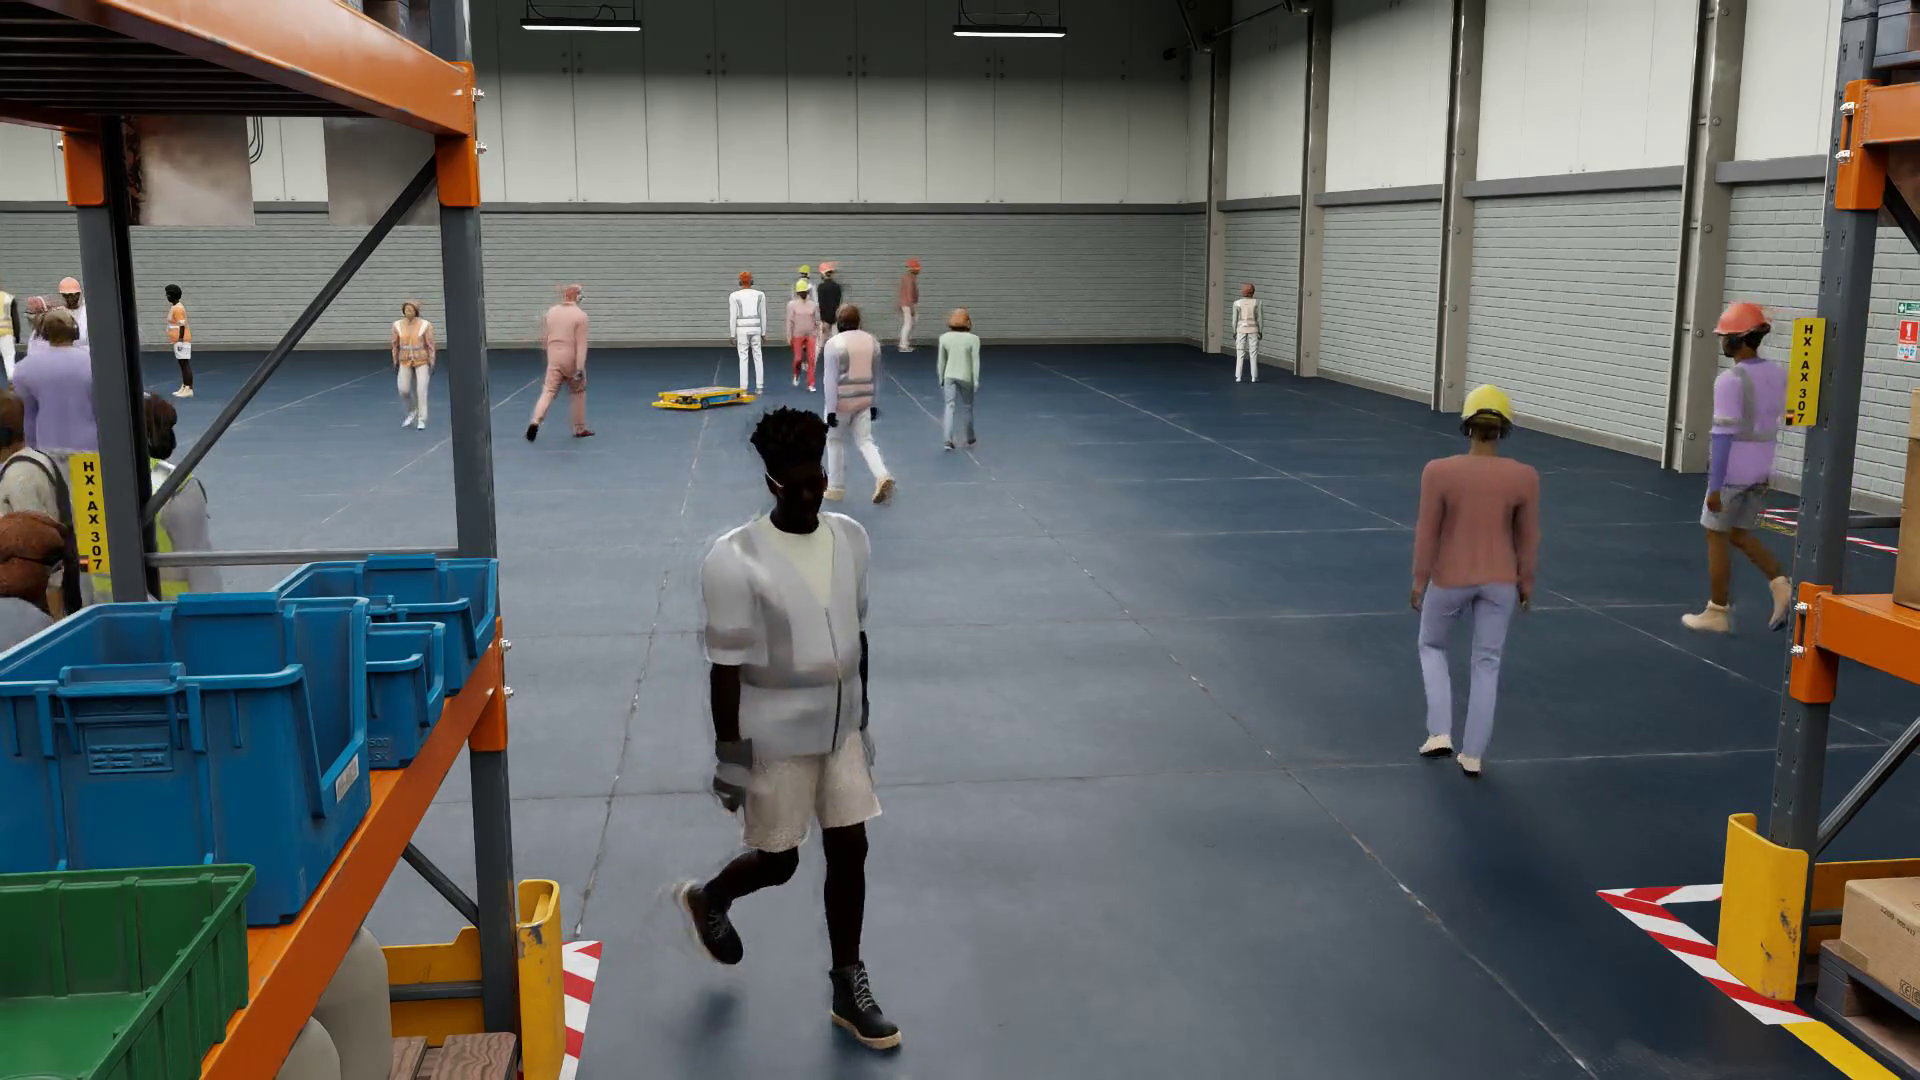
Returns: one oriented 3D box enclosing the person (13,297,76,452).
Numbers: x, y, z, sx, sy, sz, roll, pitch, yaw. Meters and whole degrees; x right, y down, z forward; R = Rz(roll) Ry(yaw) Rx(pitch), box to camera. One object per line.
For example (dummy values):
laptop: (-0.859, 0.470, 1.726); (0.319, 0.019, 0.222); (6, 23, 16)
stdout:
person: (-8.488, -1.326, 15.471); (1.035, 1.845, 0.636); (-10, 14, -43)

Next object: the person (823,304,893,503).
person: (-0.951, -1.226, 15.039); (0.630, 1.813, 0.836); (-9, 13, -39)

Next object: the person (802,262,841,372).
person: (-2.398, -3.931, 29.486); (0.930, 1.945, 0.651); (7, 12, 33)

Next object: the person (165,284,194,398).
person: (-11.725, -2.986, 24.984); (0.322, 1.696, 0.530); (-6, 12, -30)

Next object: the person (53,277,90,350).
person: (-10.256, -2.072, 19.314); (0.545, 1.939, 0.373); (-6, 12, -28)

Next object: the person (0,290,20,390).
person: (-15.117, -3.244, 26.102); (0.642, 1.845, 0.670); (-6, 12, -30)

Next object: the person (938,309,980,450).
person: (-0.012, -1.823, 18.910); (0.512, 1.589, 0.841); (3, 11, 16)

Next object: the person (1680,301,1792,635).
person: (4.694, -0.400, 9.906); (0.641, 2.029, 0.621); (-7, 12, -33)

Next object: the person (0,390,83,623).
person: (-3.881, 0.265, 6.911); (0.970, 1.785, 0.526); (-2, 10, -10)

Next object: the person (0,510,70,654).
person: (-2.784, 0.692, 5.051); (0.614, 1.598, 0.602); (7, 13, 35)

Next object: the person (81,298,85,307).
person: (-12.080, -2.773, 23.339); (0.520, 1.874, 0.332); (7, 12, 33)

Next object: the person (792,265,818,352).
person: (-3.188, -4.837, 34.792); (0.620, 1.815, 0.591); (4, 11, 21)

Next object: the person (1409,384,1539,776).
person: (2.297, 0.180, 7.462); (0.560, 1.749, 0.426); (1, 10, 5)

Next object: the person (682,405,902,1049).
person: (-0.549, 0.541, 5.019); (0.778, 1.930, 0.616); (10, 14, 43)

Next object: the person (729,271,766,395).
person: (-3.242, -3.164, 25.448); (0.573, 1.884, 0.359); (-4, 11, -23)

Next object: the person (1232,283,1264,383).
person: (4.760, -3.420, 27.508); (0.513, 1.645, 0.307); (3, 11, 14)

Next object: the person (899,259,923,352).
person: (-1.032, -4.883, 34.686); (0.574, 1.947, 0.640); (2, 10, 8)

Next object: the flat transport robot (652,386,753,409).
flat transport robot: (-3.653, -2.031, 23.656); (0.652, 0.197, 1.431); (7, 12, 32)

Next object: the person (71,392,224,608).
person: (-3.215, 0.321, 6.561); (0.633, 1.808, 0.895); (5, 11, 26)

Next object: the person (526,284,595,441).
person: (-4.727, -2.098, 19.720); (0.689, 1.860, 0.937); (5, 11, 24)

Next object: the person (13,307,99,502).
person: (-6.087, -0.623, 11.390); (0.646, 1.929, 0.535); (-2, 11, -12)

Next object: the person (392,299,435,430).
person: (-6.849, -2.201, 20.863); (0.537, 1.628, 0.372); (-1, 10, -6)

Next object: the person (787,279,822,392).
person: (-2.431, -3.190, 25.957); (0.576, 1.743, 0.506); (-4, 11, -20)
